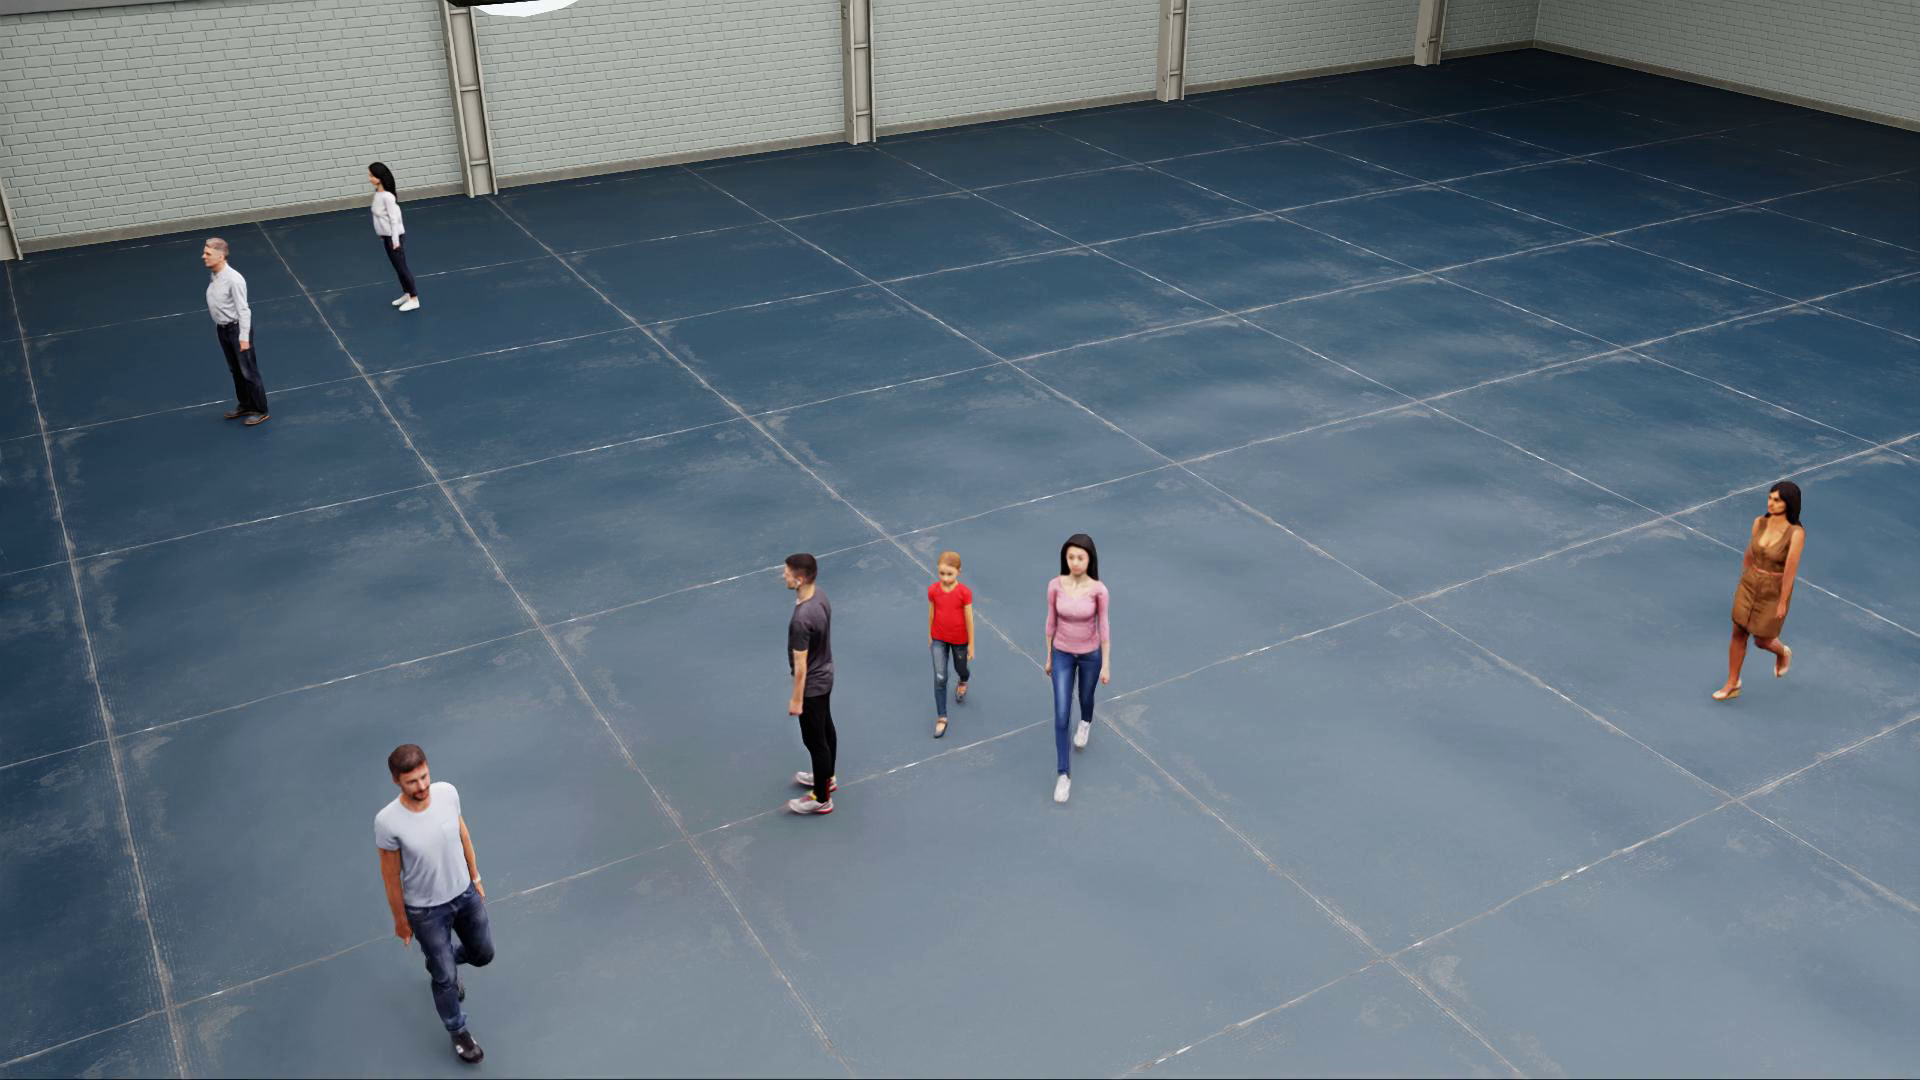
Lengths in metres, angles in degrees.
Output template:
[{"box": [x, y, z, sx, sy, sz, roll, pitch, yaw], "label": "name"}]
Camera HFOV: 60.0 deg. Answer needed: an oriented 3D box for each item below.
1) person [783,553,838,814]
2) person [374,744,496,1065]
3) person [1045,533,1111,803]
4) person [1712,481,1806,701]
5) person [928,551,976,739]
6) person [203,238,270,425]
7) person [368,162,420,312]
[{"box": [-0.921, 0.877, 10.331, 0.714, 1.762, 0.704, 2, 27, 3], "label": "person"}, {"box": [-2.693, 1.788, 8.462, 0.848, 1.853, 0.882, 24, 36, 38], "label": "person"}, {"box": [0.777, 0.729, 10.685, 1.090, 1.701, 1.122, 6, 28, 12], "label": "person"}, {"box": [5.575, 0.371, 11.413, 0.836, 1.672, 0.608, -12, 30, -22], "label": "person"}, {"box": [-0.042, 0.642, 11.306, 0.856, 1.287, 0.895, 5, 28, 10], "label": "person"}, {"box": [-6.925, -2.006, 15.867, 0.728, 1.820, 0.709, 19, 33, 32], "label": "person"}, {"box": [-6.402, -3.435, 18.783, 0.587, 1.692, 0.640, -18, 32, -32], "label": "person"}]
